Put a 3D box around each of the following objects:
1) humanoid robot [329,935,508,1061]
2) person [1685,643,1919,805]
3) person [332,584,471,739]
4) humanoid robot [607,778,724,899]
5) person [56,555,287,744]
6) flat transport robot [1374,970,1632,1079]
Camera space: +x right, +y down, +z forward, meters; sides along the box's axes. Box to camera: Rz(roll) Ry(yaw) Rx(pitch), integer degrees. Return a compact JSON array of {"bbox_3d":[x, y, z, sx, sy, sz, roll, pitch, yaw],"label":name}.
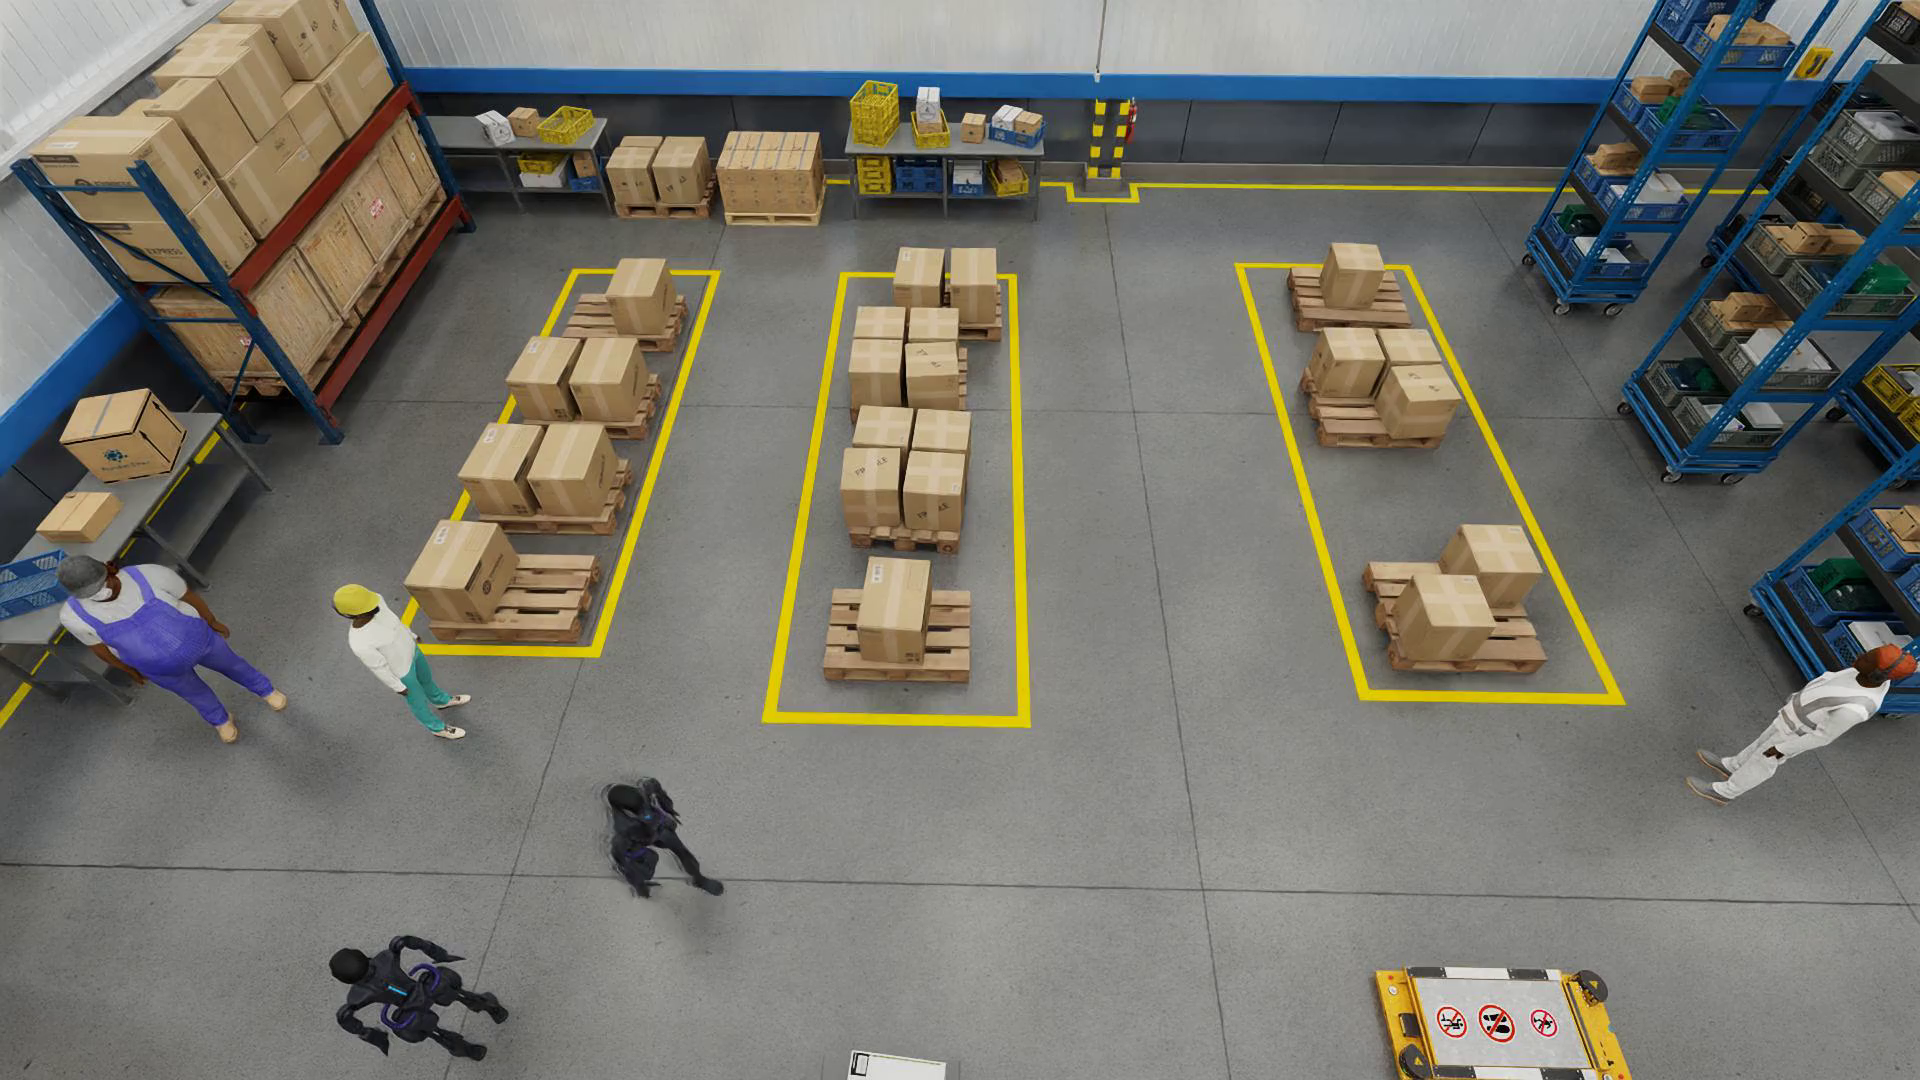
[{"bbox_3d":[-3.187,2.694,5.371,0.332,1.657,0.599,18,53,14],"label":"humanoid robot"},{"bbox_3d":[5.836,1.296,6.388,0.355,1.882,0.573,37,60,26],"label":"person"},{"bbox_3d":[-4.117,0.886,6.797,0.323,1.766,0.531,-8,51,-6],"label":"person"},{"bbox_3d":[-2.084,1.959,6.004,0.711,1.628,0.593,16,53,13],"label":"humanoid robot"},{"bbox_3d":[-5.757,0.787,6.702,0.540,2.000,0.687,36,59,26],"label":"person"},{"bbox_3d":[3.501,3.133,5.914,1.431,0.197,0.652,1,51,1],"label":"flat transport robot"}]
